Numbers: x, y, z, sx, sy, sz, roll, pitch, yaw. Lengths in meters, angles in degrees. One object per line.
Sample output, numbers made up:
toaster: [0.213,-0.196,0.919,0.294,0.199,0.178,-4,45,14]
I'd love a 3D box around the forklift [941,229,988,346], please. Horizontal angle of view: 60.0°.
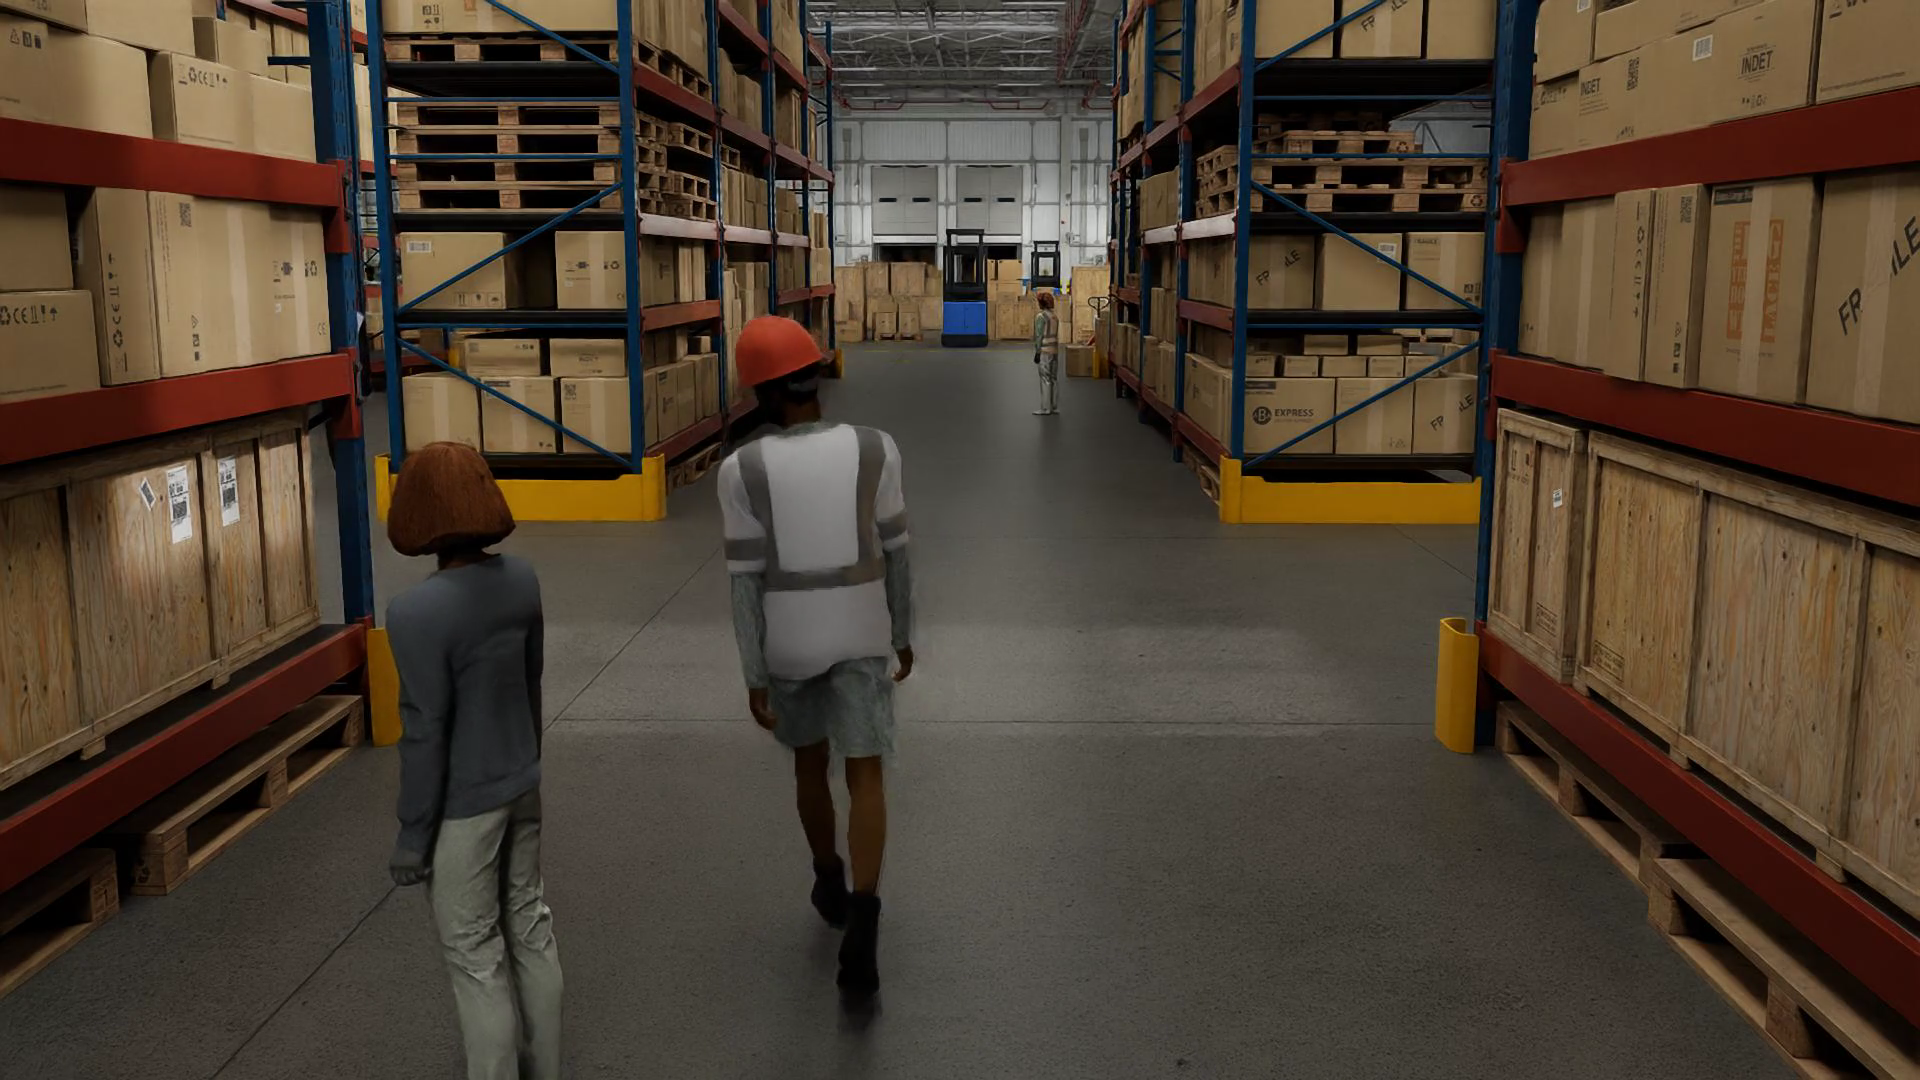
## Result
forklift: [0.124,-6.117,40.203,1.129,2.768,1.873,0,9,1]

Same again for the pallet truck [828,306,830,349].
pallet truck: [-3.100,-3.940,29.800,1.885,1.965,0.823,3,10,19]

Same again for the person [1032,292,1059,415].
person: [1.156,-2.473,22.120,0.317,1.629,0.508,5,11,29]

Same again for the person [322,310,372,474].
person: [-5.898,-1.542,15.747,0.597,1.901,0.679,-3,10,-15]

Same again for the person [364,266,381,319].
person: [-14.539,-5.845,41.350,0.610,1.950,0.710,2,10,9]

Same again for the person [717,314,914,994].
person: [-0.396,0.303,4.740,0.568,1.885,0.939,-1,10,-7]

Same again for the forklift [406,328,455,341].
forklift: [-13.067,-6.287,41.220,1.129,2.768,1.873,0,9,1]

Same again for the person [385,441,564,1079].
person: [-1.094,0.595,3.727,0.281,1.633,0.501,3,10,18]

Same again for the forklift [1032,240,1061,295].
forklift: [3.172,-9.648,61.356,1.129,2.768,1.873,0,9,1]
